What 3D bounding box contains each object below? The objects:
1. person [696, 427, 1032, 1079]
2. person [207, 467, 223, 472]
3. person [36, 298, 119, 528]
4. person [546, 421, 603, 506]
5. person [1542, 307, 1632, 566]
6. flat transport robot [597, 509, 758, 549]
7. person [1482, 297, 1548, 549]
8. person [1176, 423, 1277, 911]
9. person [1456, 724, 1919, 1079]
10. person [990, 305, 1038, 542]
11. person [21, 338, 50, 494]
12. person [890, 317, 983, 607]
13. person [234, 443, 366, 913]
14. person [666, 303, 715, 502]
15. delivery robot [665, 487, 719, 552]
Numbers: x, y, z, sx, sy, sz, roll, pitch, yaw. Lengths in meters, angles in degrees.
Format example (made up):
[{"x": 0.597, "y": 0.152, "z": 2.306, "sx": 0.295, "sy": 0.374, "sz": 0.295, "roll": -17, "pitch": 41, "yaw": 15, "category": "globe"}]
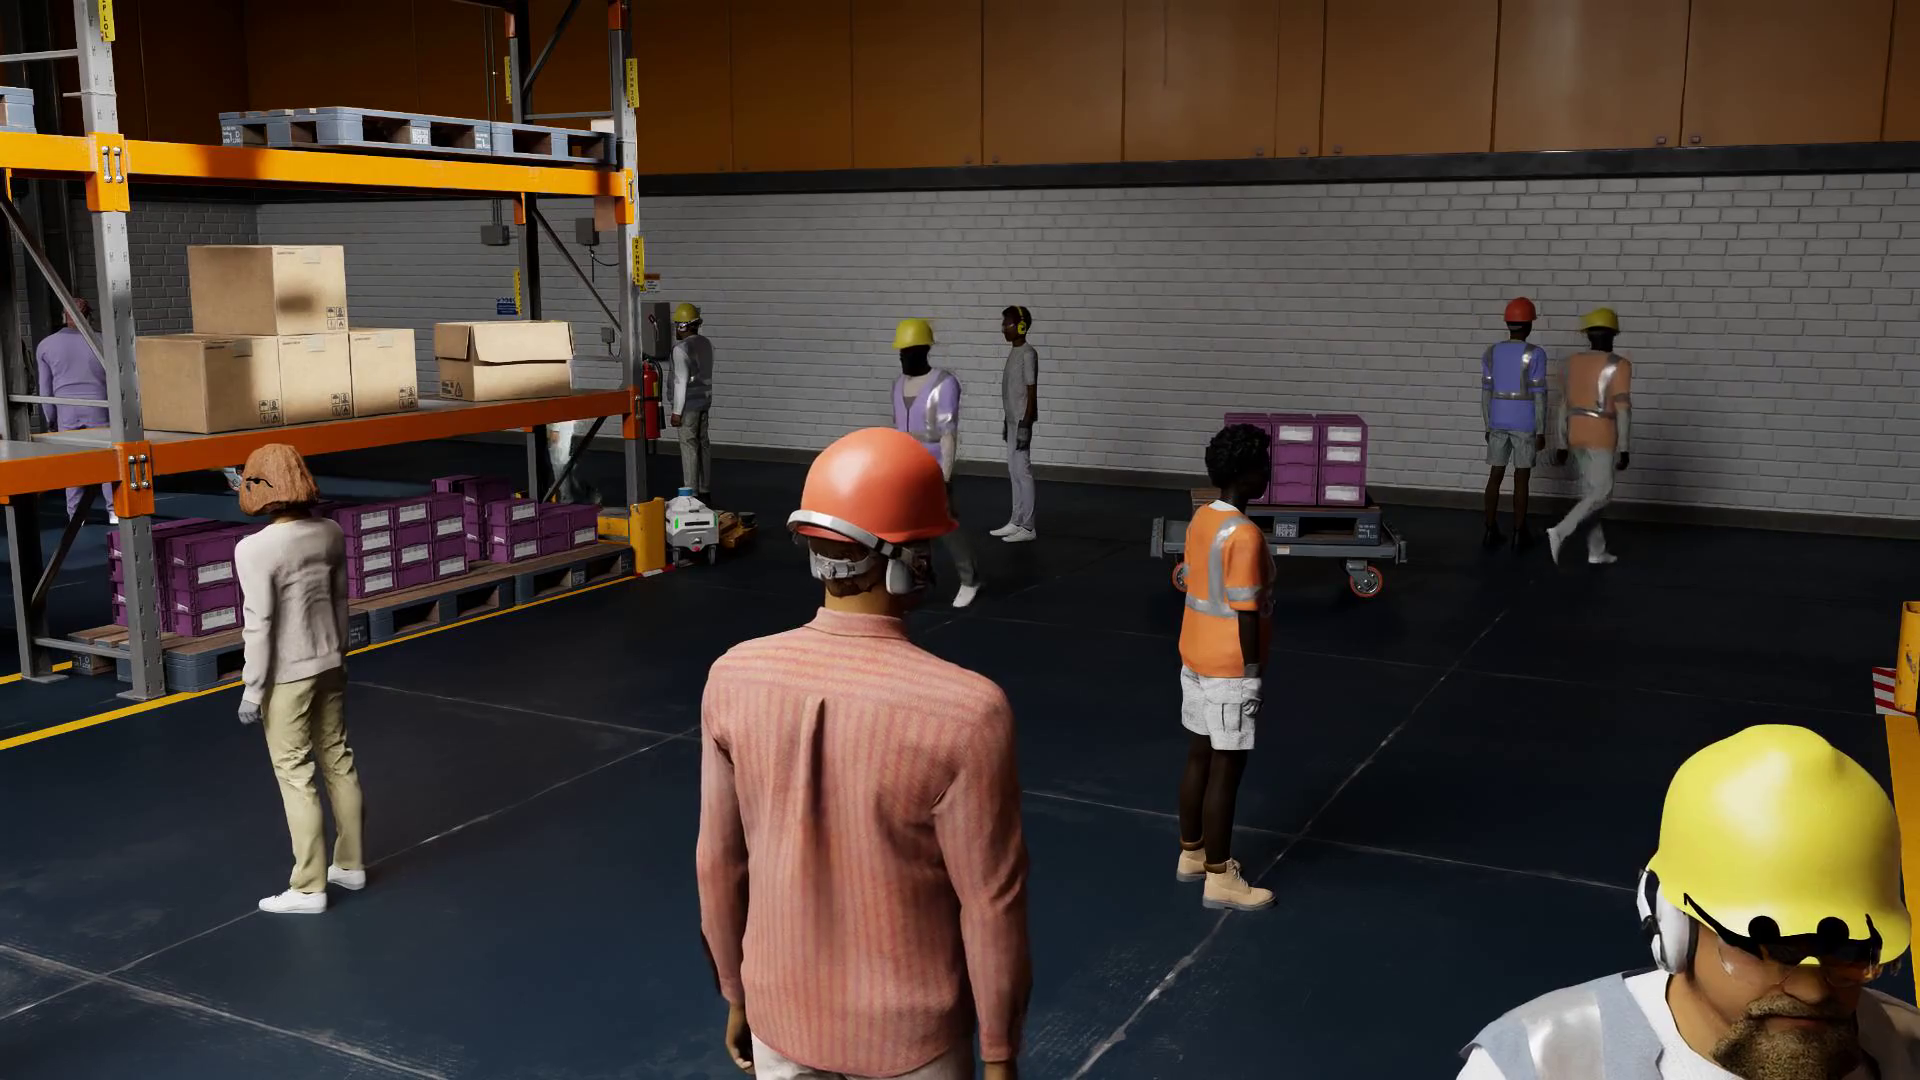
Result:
[{"x": -0.153, "y": 0.802, "z": 2.865, "sx": 0.616, "sy": 1.993, "sz": 0.395, "roll": 5, "pitch": 11, "yaw": 28, "category": "person"}, {"x": -7.514, "y": -1.594, "z": 17.225, "sx": 0.710, "sy": 1.825, "sz": 0.638, "roll": 4, "pitch": 10, "yaw": 20, "category": "person"}, {"x": -7.281, "y": -1.053, "z": 13.861, "sx": 0.644, "sy": 1.907, "sz": 0.399, "roll": -3, "pitch": 10, "yaw": -17, "category": "person"}, {"x": -3.360, "y": -1.006, "z": 14.162, "sx": 0.606, "sy": 1.699, "sz": 0.539, "roll": -3, "pitch": 10, "yaw": -19, "category": "person"}, {"x": 4.527, "y": -0.725, "z": 11.988, "sx": 0.760, "sy": 1.897, "sz": 0.604, "roll": -5, "pitch": 11, "yaw": -26, "category": "person"}, {"x": -2.369, "y": -0.101, "z": 13.075, "sx": 1.431, "sy": 0.197, "sz": 0.652, "roll": 2, "pitch": 10, "yaw": 9, "category": "flat transport robot"}, {"x": 4.292, "y": -0.898, "z": 12.863, "sx": 0.351, "sy": 1.942, "sz": 0.545, "roll": -8, "pitch": 13, "yaw": -39, "category": "person"}, {"x": 0.943, "y": 0.436, "z": 5.847, "sx": 0.317, "sy": 1.695, "sz": 0.540, "roll": -2, "pitch": 10, "yaw": -11, "category": "person"}, {"x": 0.788, "y": 1.075, "z": 1.755, "sx": 0.600, "sy": 1.830, "sz": 0.403, "roll": 0, "pitch": 10, "yaw": -2, "category": "person"}, {"x": 0.446, "y": -0.921, "z": 13.206, "sx": 0.328, "sy": 1.871, "sz": 0.510, "roll": -3, "pitch": 10, "yaw": -16, "category": "person"}, {"x": -8.970, "y": -1.342, "z": 15.715, "sx": 0.627, "sy": 1.847, "sz": 0.429, "roll": 6, "pitch": 11, "yaw": 29, "category": "person"}, {"x": -0.193, "y": -0.460, "z": 10.498, "sx": 0.599, "sy": 1.894, "sz": 0.945, "roll": 8, "pitch": 13, "yaw": 38, "category": "person"}, {"x": -2.301, "y": 0.479, "z": 5.777, "sx": 0.269, "sy": 1.632, "sz": 0.505, "roll": 3, "pitch": 10, "yaw": 18, "category": "person"}, {"x": -2.449, "y": -1.224, "z": 15.065, "sx": 0.404, "sy": 1.833, "sz": 0.590, "roll": 3, "pitch": 10, "yaw": 18, "category": "person"}, {"x": -2.013, "y": -0.143, "z": 12.231, "sx": 0.477, "sy": 0.478, "sz": 0.707, "roll": -4, "pitch": 10, "yaw": -22, "category": "delivery robot"}]
